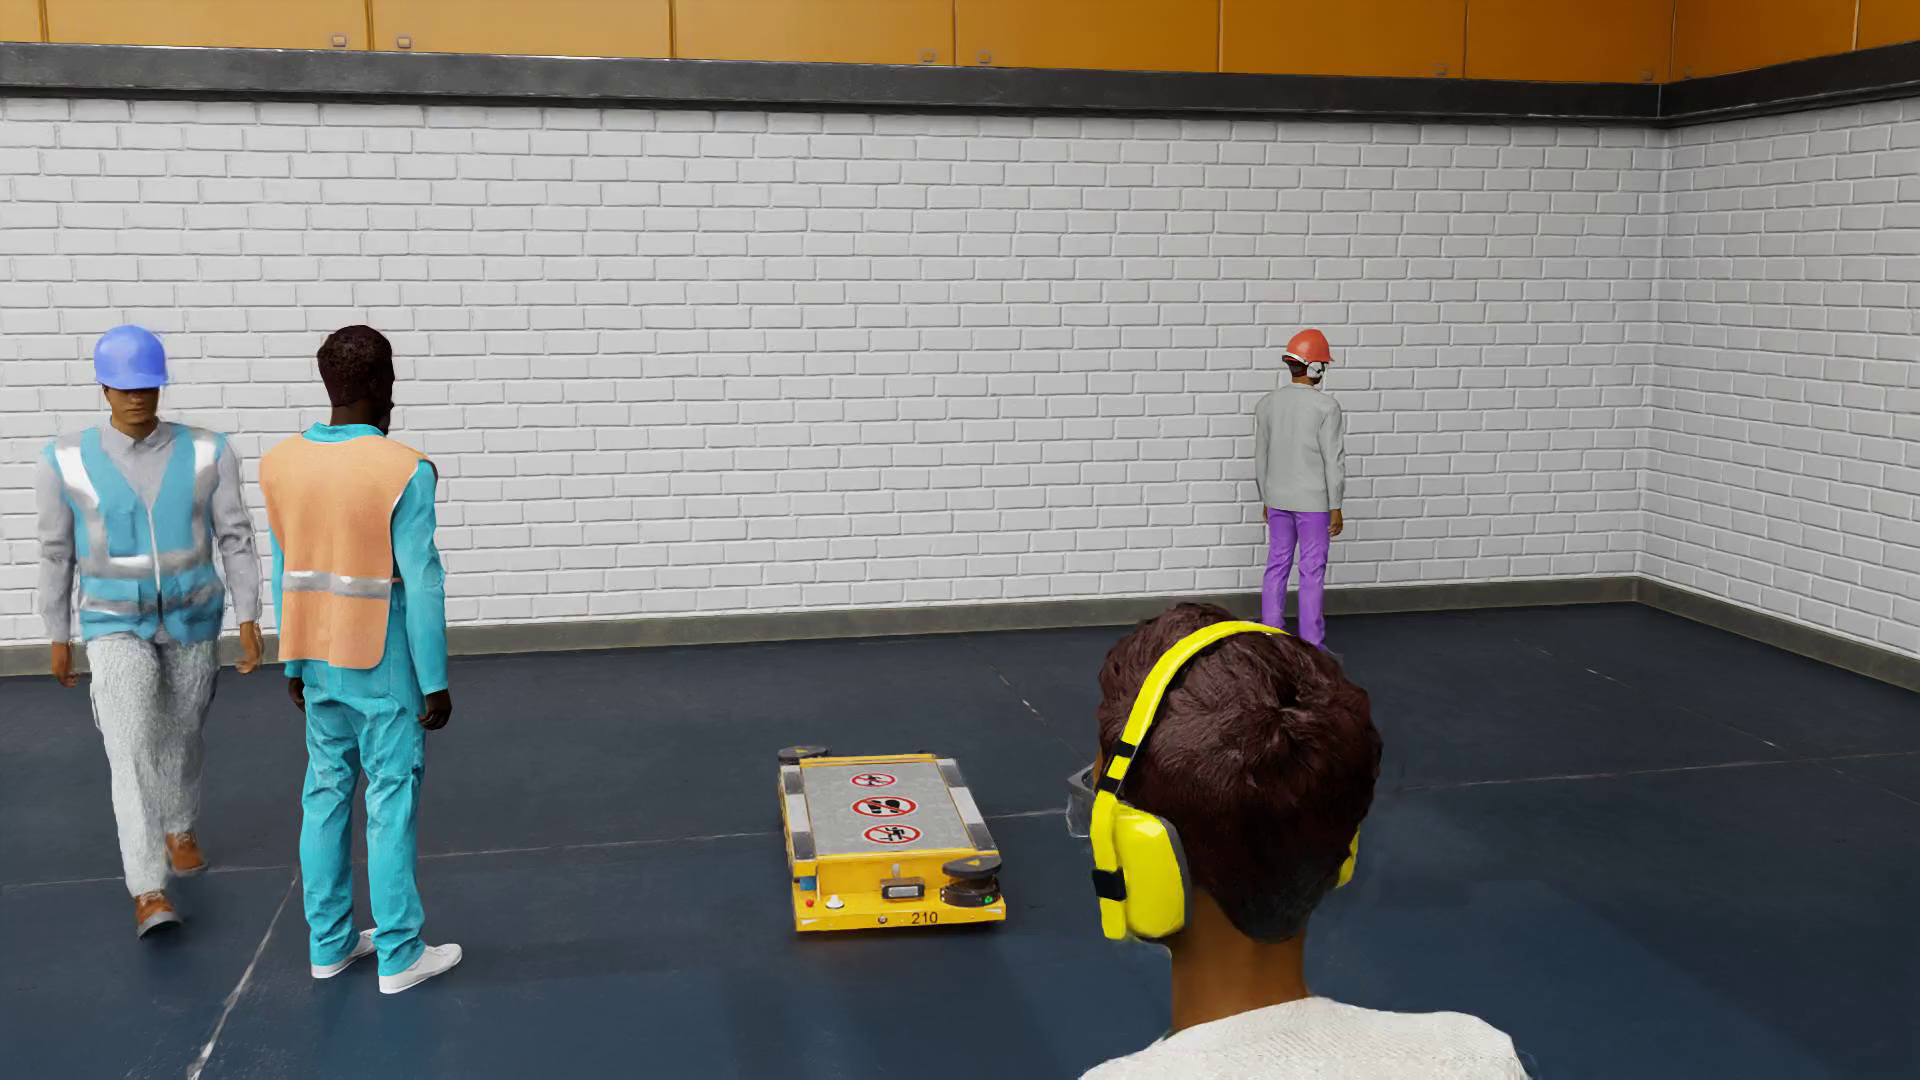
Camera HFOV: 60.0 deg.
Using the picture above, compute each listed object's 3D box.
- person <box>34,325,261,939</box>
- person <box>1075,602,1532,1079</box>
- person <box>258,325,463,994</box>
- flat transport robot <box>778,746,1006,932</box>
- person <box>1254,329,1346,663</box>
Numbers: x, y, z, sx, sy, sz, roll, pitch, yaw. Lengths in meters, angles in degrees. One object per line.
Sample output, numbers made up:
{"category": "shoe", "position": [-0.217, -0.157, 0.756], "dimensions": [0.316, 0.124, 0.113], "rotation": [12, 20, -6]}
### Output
{"category": "person", "position": [-2.586, 0.265, 5.341], "dimensions": [0.625, 1.893, 1.011], "rotation": [-7, 11, -35]}
{"category": "person", "position": [0.188, 0.951, 1.351], "dimensions": [0.552, 1.829, 0.887], "rotation": [-4, 10, -25]}
{"category": "person", "position": [-1.720, 0.349, 4.763], "dimensions": [0.587, 1.911, 0.392], "rotation": [4, 10, 22]}
{"category": "flat transport robot", "position": [-0.282, 0.994, 5.798], "dimensions": [0.652, 0.197, 1.431], "rotation": [-1, 9, -8]}
{"category": "person", "position": [1.793, -0.221, 8.695], "dimensions": [0.326, 1.751, 0.559], "rotation": [-8, 12, -39]}
